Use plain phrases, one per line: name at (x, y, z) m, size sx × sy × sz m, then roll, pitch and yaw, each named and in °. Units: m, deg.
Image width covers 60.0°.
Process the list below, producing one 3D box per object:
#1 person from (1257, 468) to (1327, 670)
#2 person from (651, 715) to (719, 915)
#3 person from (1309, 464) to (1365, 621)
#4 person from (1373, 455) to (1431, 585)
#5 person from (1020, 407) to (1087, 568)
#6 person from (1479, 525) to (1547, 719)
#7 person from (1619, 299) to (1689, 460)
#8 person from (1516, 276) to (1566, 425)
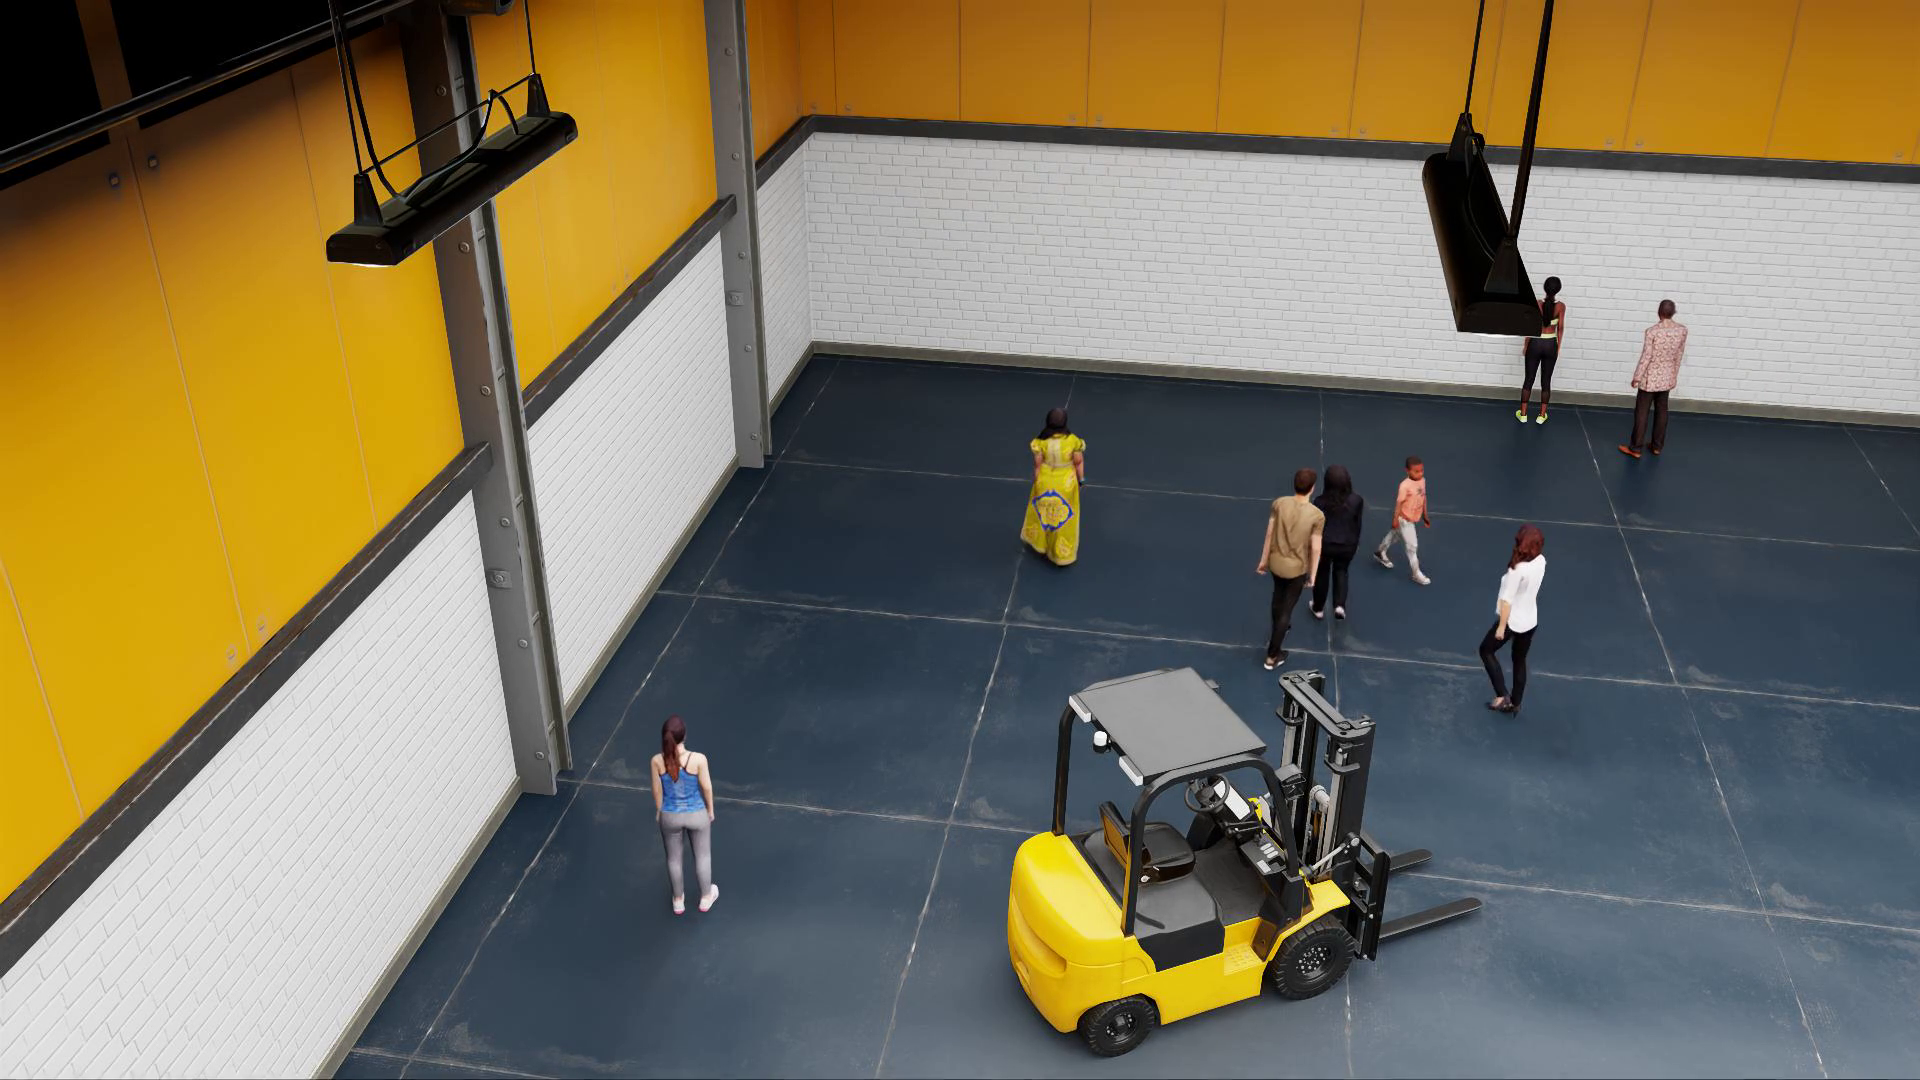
person at (2.836, 0.264, 14.574) m, size 0.928 × 1.818 × 1.076 m, roll 20°, pitch 34°, yaw 32°
person at (-1.950, 1.935, 11.729) m, size 0.614 × 1.609 × 0.590 m, roll -2°, pitch 29°, yaw -3°
person at (3.410, 0.080, 15.139) m, size 0.761 × 1.600 × 0.849 m, roll 0°, pitch 29°, yaw 1°
person at (4.275, -0.258, 16.083) m, size 0.889 × 1.288 × 0.885 m, roll -23°, pitch 36°, yaw -35°
person at (0.940, -0.489, 16.131) m, size 0.790 × 1.648 × 0.758 m, roll 5°, pitch 29°, yaw 9°
person at (4.678, 0.734, 13.750) m, size 0.747 × 1.782 × 0.812 m, roll -20°, pitch 34°, yaw -32°
person at (7.674, -1.779, 18.330) m, size 0.773 × 1.807 × 0.741 m, roll -7°, pitch 29°, yaw -12°
person at (6.695, -2.186, 19.133) m, size 0.576 × 1.754 × 0.519 m, roll 7°, pitch 29°, yaw 13°
